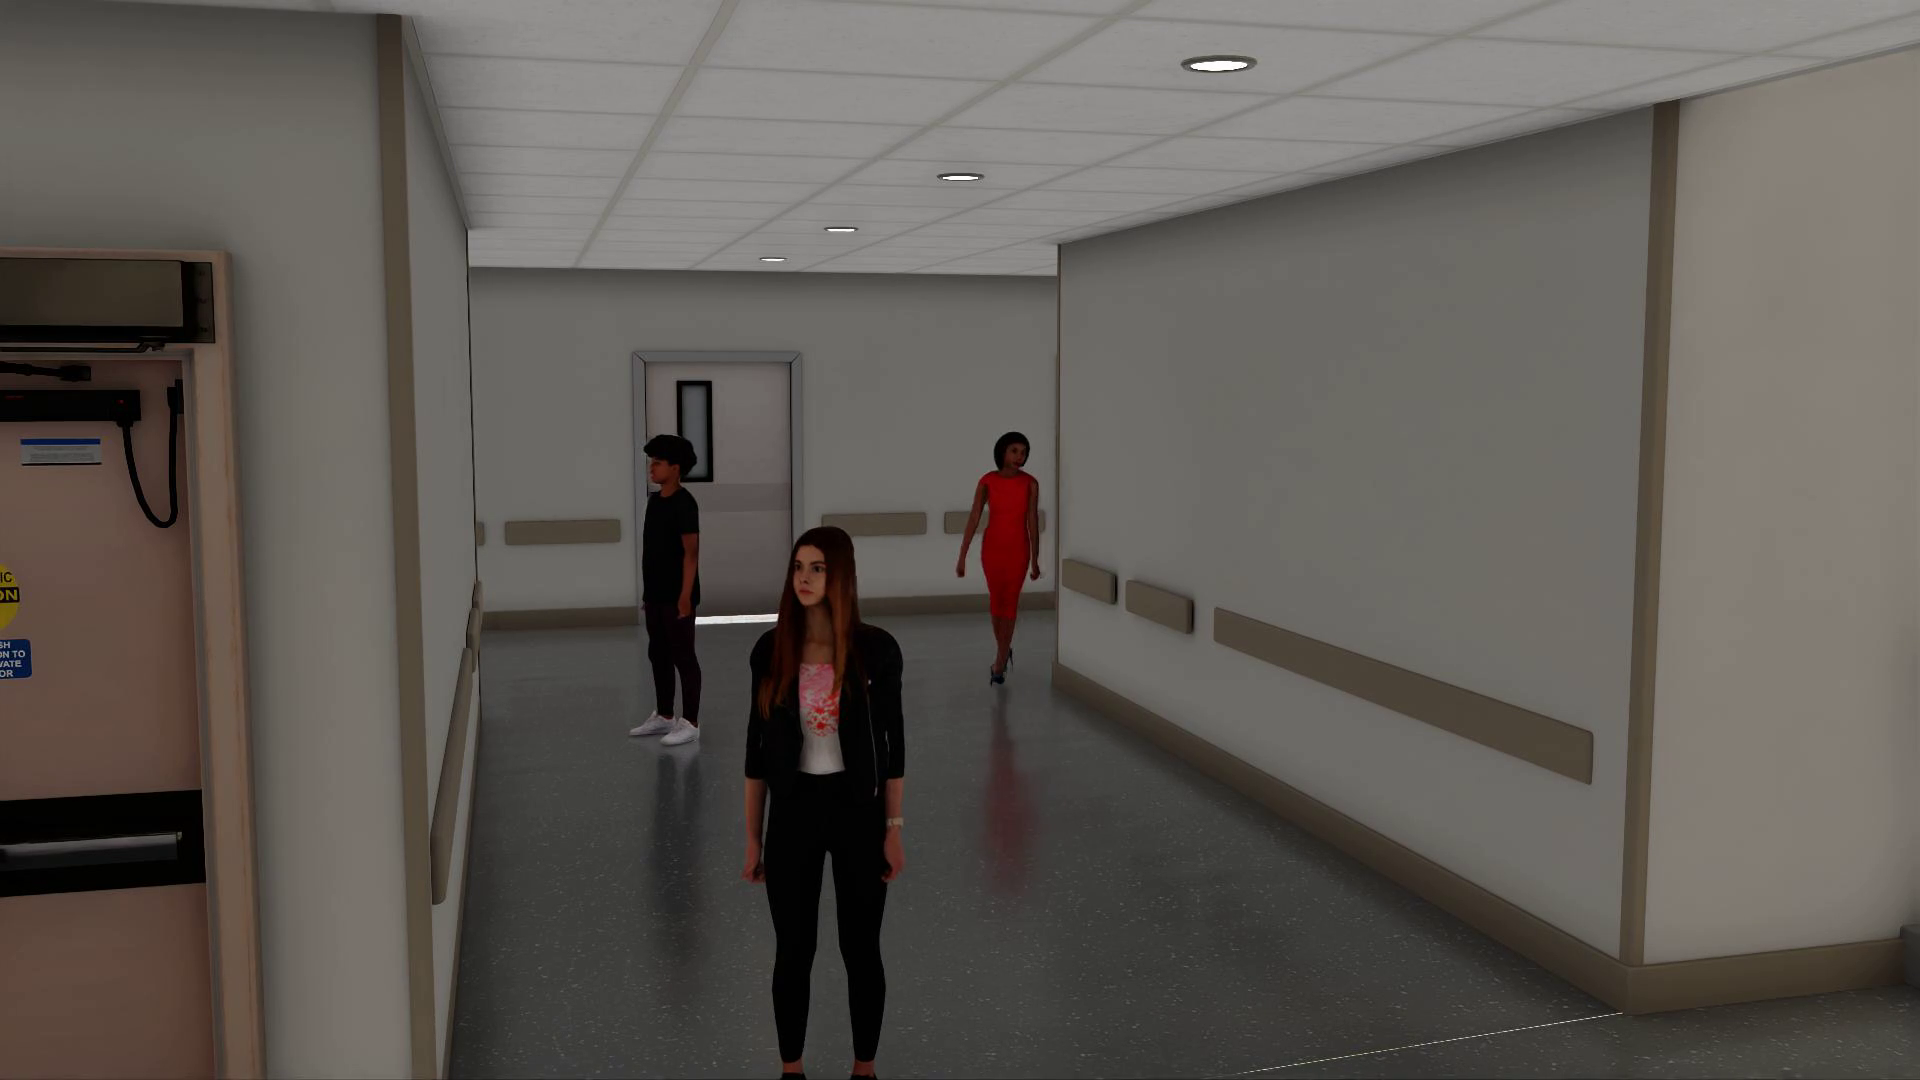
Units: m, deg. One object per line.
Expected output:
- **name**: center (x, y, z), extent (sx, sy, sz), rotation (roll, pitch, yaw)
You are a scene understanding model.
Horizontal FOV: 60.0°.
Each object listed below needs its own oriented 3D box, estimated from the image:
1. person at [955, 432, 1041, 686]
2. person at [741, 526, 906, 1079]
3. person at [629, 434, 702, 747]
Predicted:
- **person**: center (0.318, 0.149, 11.348), extent (1.156, 1.688, 1.017), rotation (1, 6, 7)
- **person**: center (-0.370, 0.806, 4.714), extent (0.594, 1.707, 0.739), rotation (1, 6, 5)
- **person**: center (-1.679, 0.270, 9.659), extent (0.723, 1.784, 0.718), rotation (-5, 8, -41)
